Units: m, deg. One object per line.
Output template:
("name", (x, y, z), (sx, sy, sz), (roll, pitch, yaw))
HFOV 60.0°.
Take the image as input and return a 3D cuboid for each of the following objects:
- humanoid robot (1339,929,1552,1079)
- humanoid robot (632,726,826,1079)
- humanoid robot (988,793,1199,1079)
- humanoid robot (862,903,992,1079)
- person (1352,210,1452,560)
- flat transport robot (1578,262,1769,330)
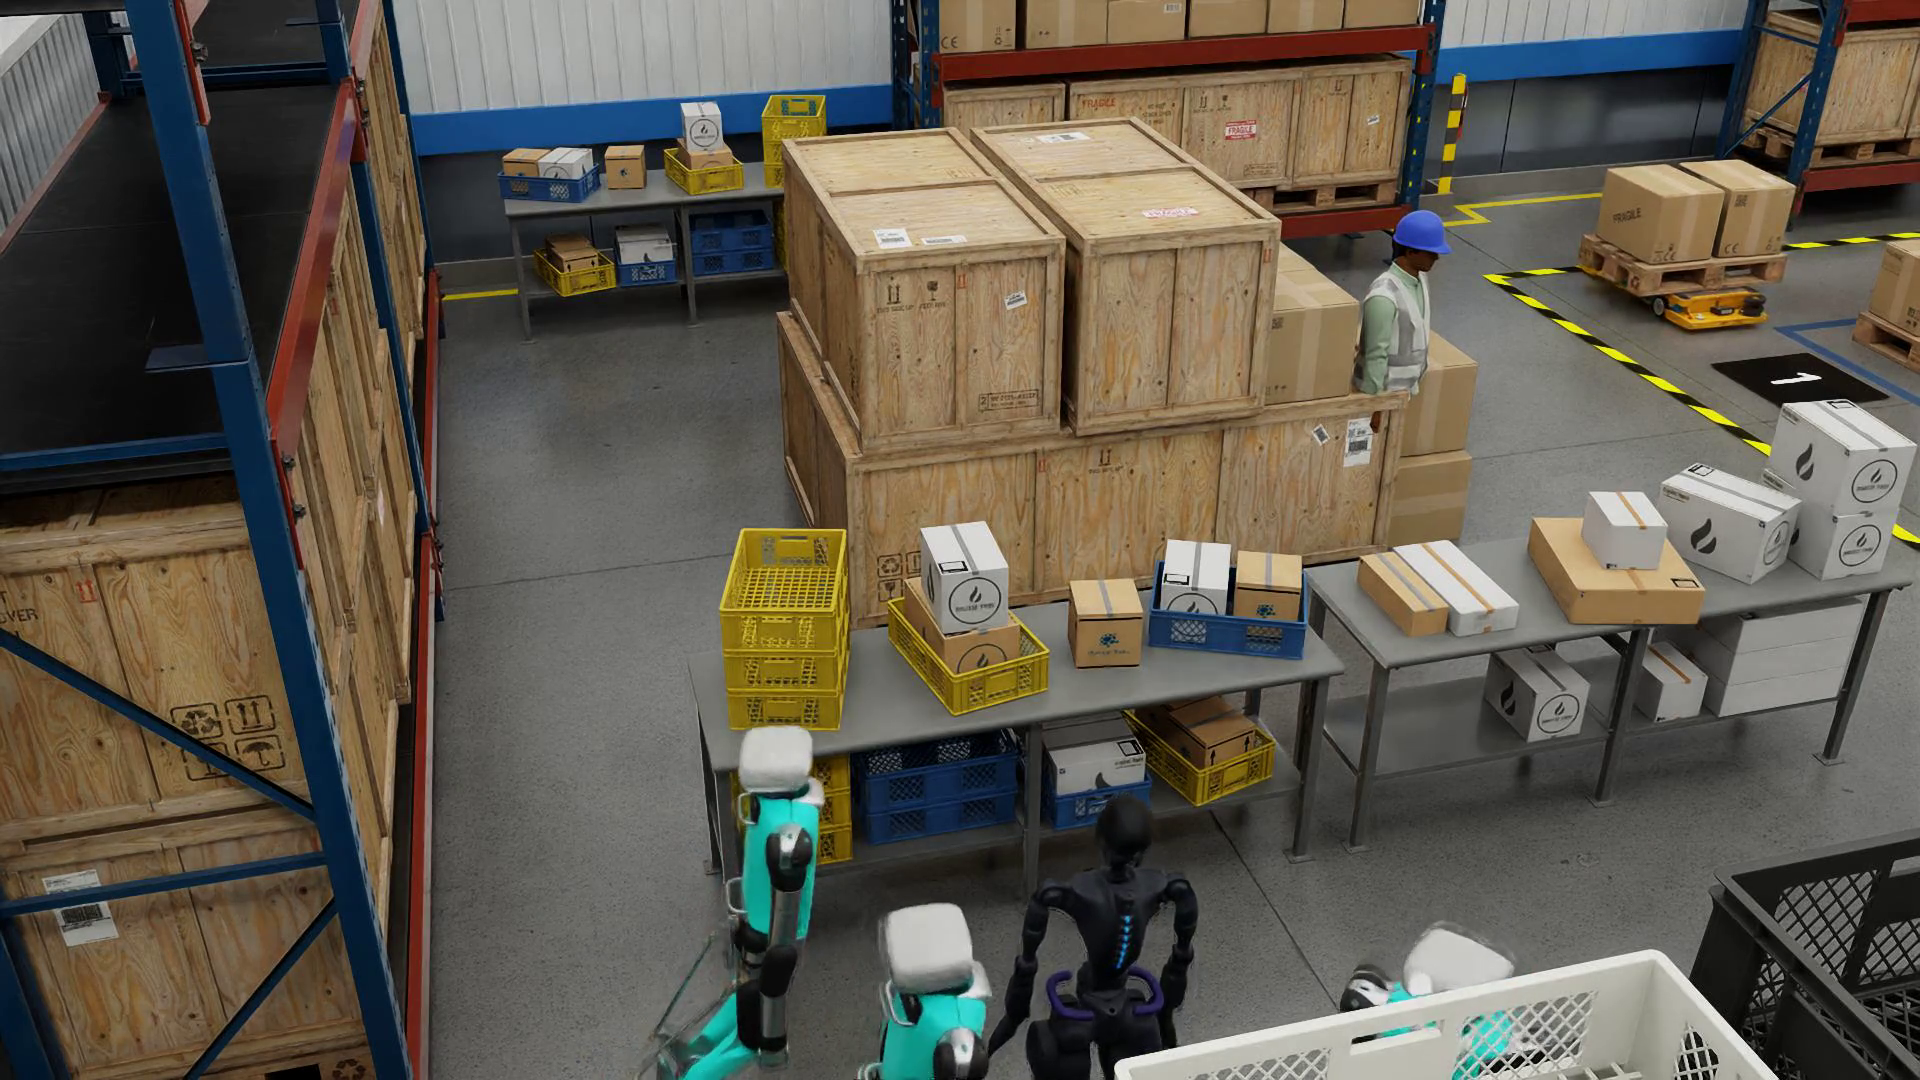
("humanoid robot", (1.364, 1.628, 4.669), (0.530, 1.768, 0.979), (16, 32, 26))
("humanoid robot", (-0.807, 1.385, 5.088), (0.848, 1.776, 0.552), (-5, 29, -9))
("humanoid robot", (0.390, 1.443, 5.067), (0.612, 1.637, 0.611), (-5, 29, -9))
("humanoid robot", (-0.284, 1.745, 4.454), (0.699, 1.818, 0.562), (-7, 30, -12))
("person", (2.301, -0.818, 8.877), (0.410, 1.939, 0.605), (19, 34, 30))
("flat transport robot", (5.407, -1.960, 12.646), (0.652, 0.197, 1.431), (-7, 30, -13))
